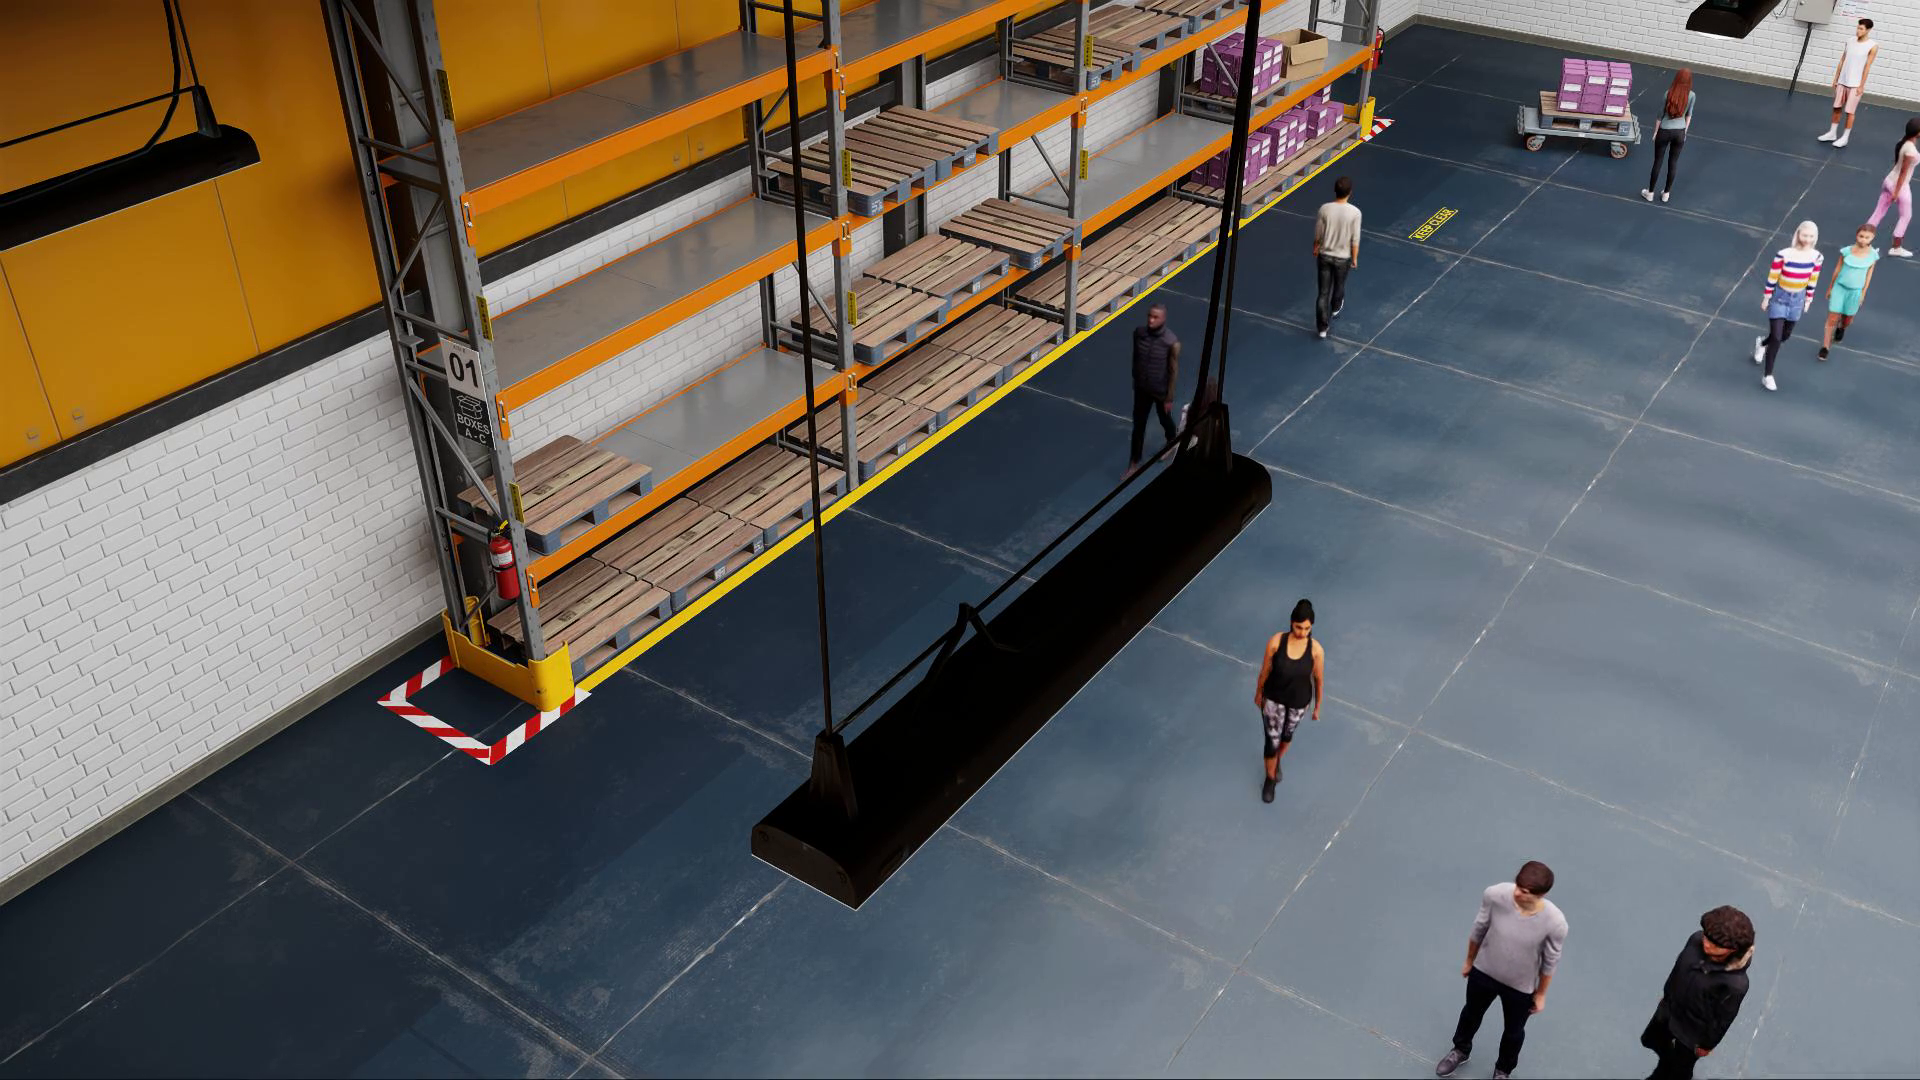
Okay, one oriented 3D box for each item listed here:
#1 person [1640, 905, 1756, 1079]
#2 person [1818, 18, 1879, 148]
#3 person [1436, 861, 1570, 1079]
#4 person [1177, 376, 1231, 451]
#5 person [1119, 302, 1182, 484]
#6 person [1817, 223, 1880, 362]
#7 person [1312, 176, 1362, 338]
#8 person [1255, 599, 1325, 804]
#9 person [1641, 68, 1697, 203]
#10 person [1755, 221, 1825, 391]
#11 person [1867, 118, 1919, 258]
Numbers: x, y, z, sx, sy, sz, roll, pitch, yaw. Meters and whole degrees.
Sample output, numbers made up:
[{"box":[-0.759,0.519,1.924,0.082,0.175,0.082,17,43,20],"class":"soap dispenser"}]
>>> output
[{"box":[4.322,2.740,9.653,0.834,1.758,0.784,-8,34,-12],"class":"person"},{"box":[12.614,-6.474,23.496,0.742,1.780,0.738,-15,36,-21],"class":"person"},{"box":[3.243,2.563,9.844,0.665,1.842,0.548,24,40,31],"class":"person"},{"box":[2.143,-0.658,14.910,0.753,1.598,1.102,15,36,21],"class":"person"},{"box":[1.918,-1.471,15.952,0.717,1.798,1.138,22,40,30],"class":"person"},{"box":[9.648,-2.730,18.075,0.598,1.546,0.853,17,37,24],"class":"person"},{"box":[4.126,-3.098,18.414,0.879,1.784,1.155,11,35,16],"class":"person"},{"box":[2.399,1.097,12.223,0.796,1.649,0.875,3,34,4],"class":"person"},{"box":[9.302,-5.296,21.760,0.642,1.740,0.651,6,34,9],"class":"person"},{"box":[8.698,-2.528,17.552,0.983,1.788,1.150,2,34,3],"class":"person"},{"box":[11.314,-4.301,20.276,0.852,1.725,0.870,4,34,6],"class":"person"}]
